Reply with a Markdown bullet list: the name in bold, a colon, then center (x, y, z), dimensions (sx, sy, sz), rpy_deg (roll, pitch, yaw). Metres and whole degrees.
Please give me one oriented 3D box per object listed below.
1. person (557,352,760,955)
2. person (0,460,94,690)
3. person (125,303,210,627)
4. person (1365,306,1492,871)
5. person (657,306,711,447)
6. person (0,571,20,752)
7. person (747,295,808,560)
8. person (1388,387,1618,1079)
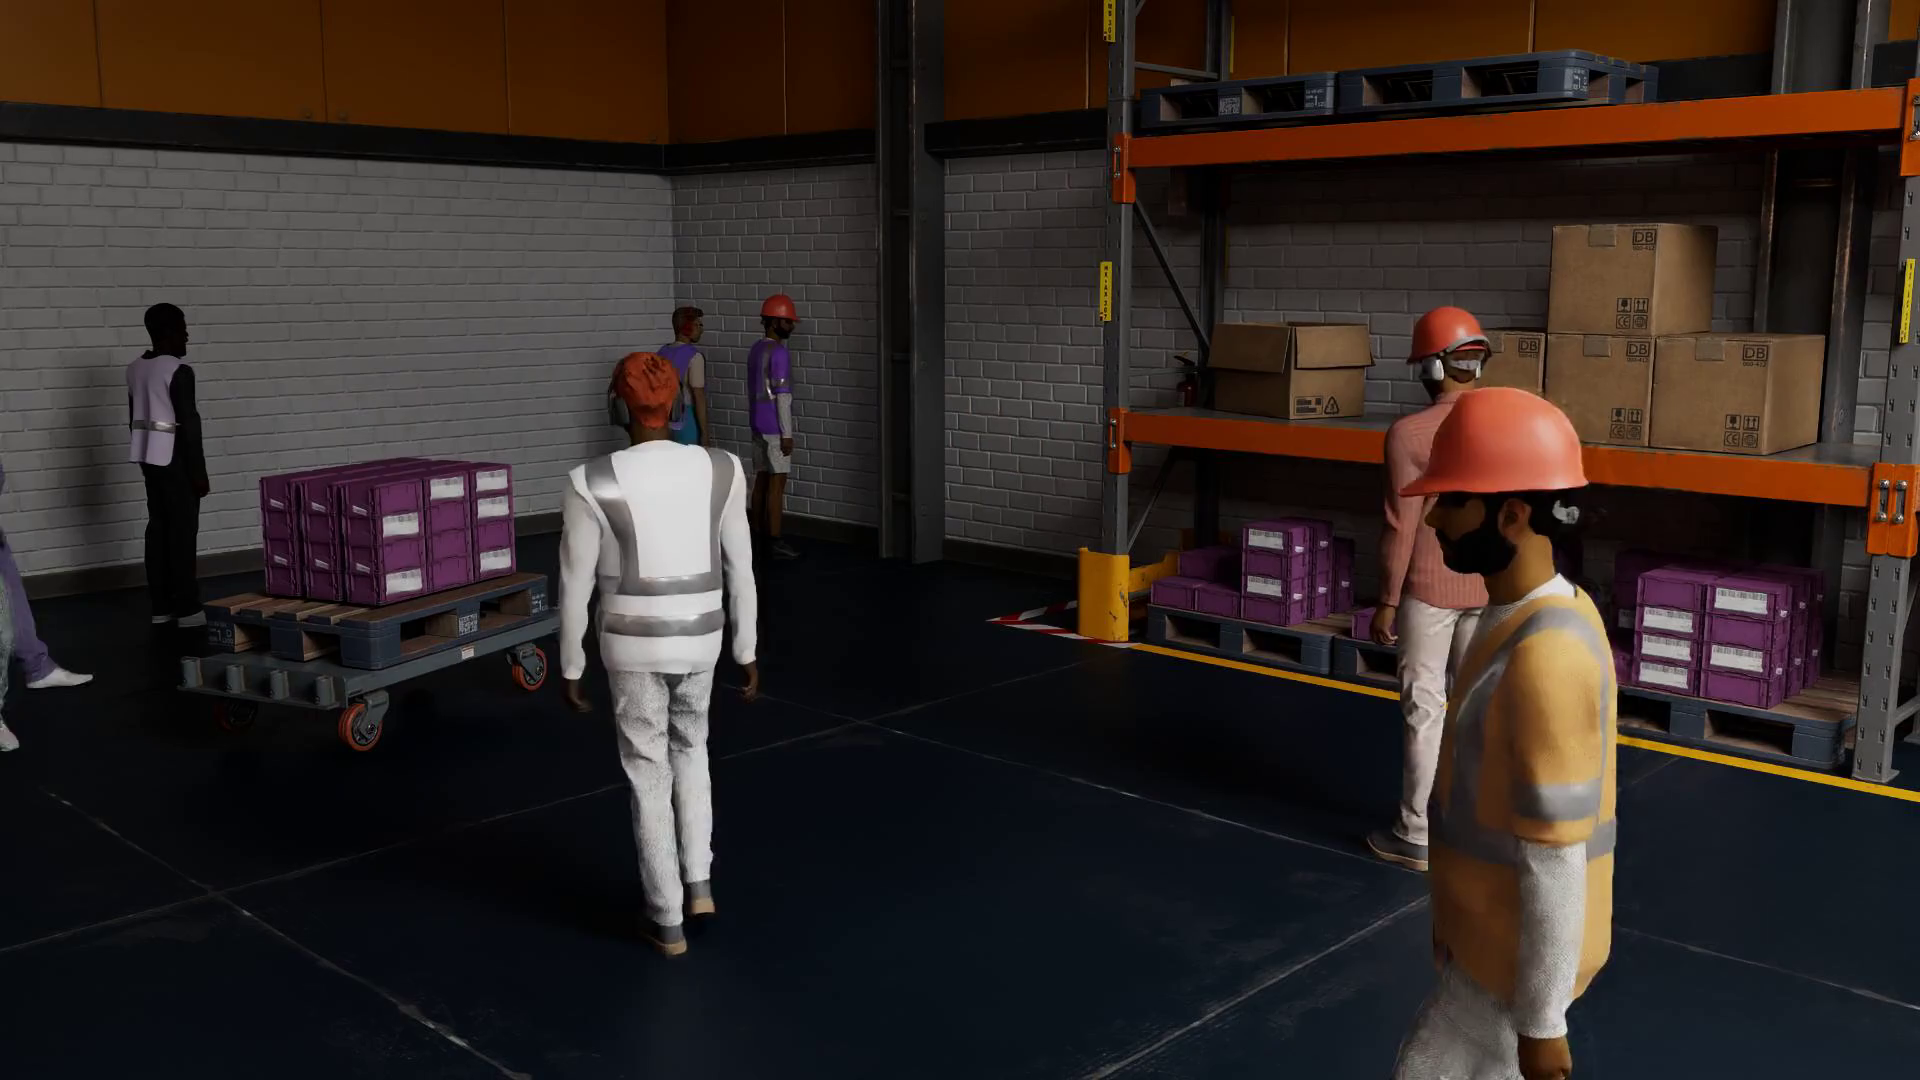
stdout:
- **person**: center (-0.948, 0.350, 5.182), dimensions (0.615, 1.868, 0.453), rpy_deg (-5, 11, -28)
- **person**: center (-4.828, -0.119, 8.082), dimensions (0.772, 1.882, 0.648), rpy_deg (-3, 10, -17)
- **person**: center (-4.689, -0.438, 9.867), dimensions (0.587, 1.920, 0.392), rpy_deg (6, 11, 33)
- **person**: center (1.718, 0.175, 5.897), dimensions (0.608, 1.989, 0.386), rpy_deg (-4, 10, -24)
- **person**: center (-2.070, -0.810, 12.384), dimensions (0.374, 1.840, 0.568), rpy_deg (-8, 12, -41)
- **person**: center (-4.292, 0.130, 7.056), dimensions (0.549, 1.695, 0.513), rpy_deg (6, 11, 32)
- **person**: center (-1.350, -0.824, 12.200), dimensions (0.382, 1.930, 0.547), rpy_deg (-5, 11, -30)
- **person**: center (0.948, 0.694, 2.941), dimensions (0.420, 1.922, 0.557), rpy_deg (3, 10, 20)
